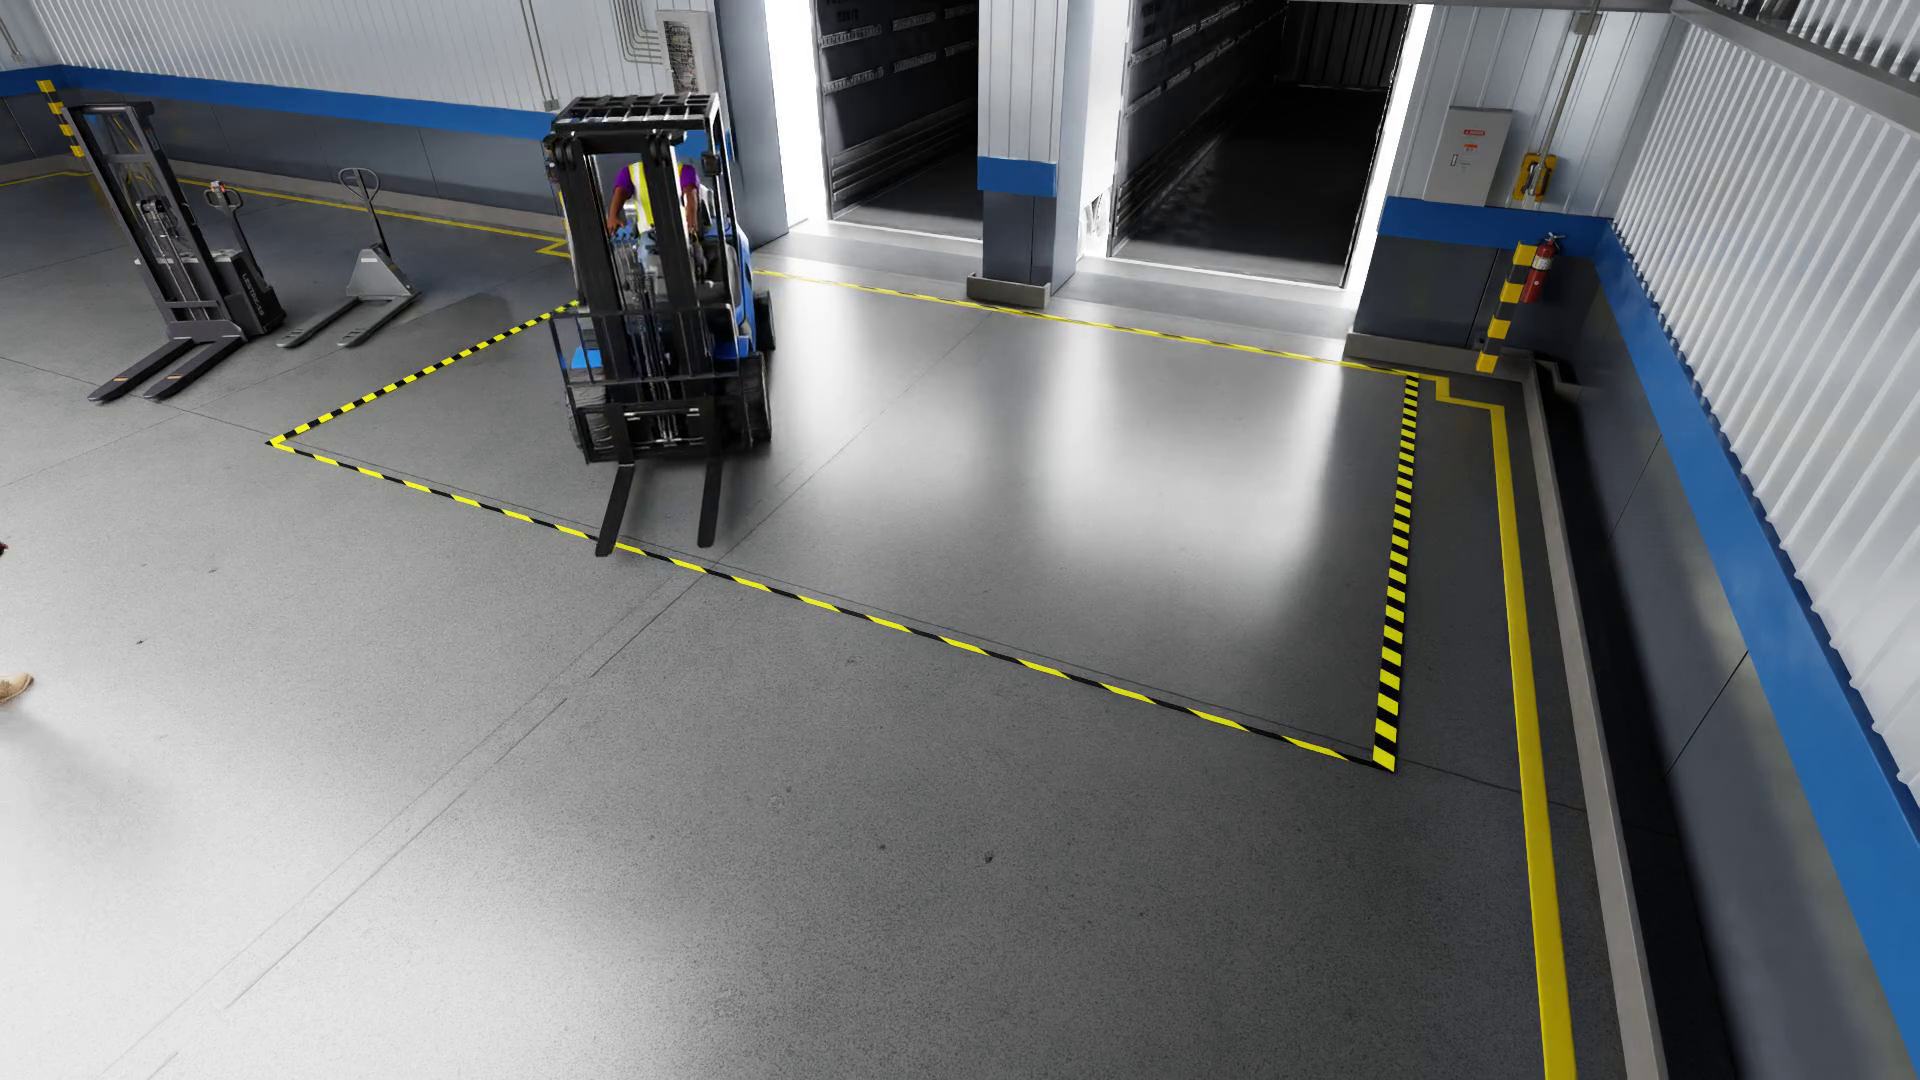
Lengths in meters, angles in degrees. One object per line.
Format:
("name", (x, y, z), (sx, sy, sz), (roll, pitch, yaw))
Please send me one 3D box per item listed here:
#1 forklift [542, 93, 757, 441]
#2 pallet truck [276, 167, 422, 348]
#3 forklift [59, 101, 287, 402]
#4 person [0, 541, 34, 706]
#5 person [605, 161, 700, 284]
("forklift", (-2.180, -2.117, 6.737), (1.157, 2.036, 2.680), (-5, 35, -7))
("pallet truck", (-5.732, -2.611, 8.414), (0.680, 1.201, 1.601), (-1, 35, -1))
("forklift", (-6.686, -2.387, 7.434), (0.823, 1.965, 1.885), (-3, 35, -5))
("person", (-4.805, 0.023, 4.155), (0.650, 1.804, 0.462), (0, 35, 0))
("person", (-2.178, -2.235, 6.580), (0.635, 1.293, 1.002), (-5, 35, -7))
